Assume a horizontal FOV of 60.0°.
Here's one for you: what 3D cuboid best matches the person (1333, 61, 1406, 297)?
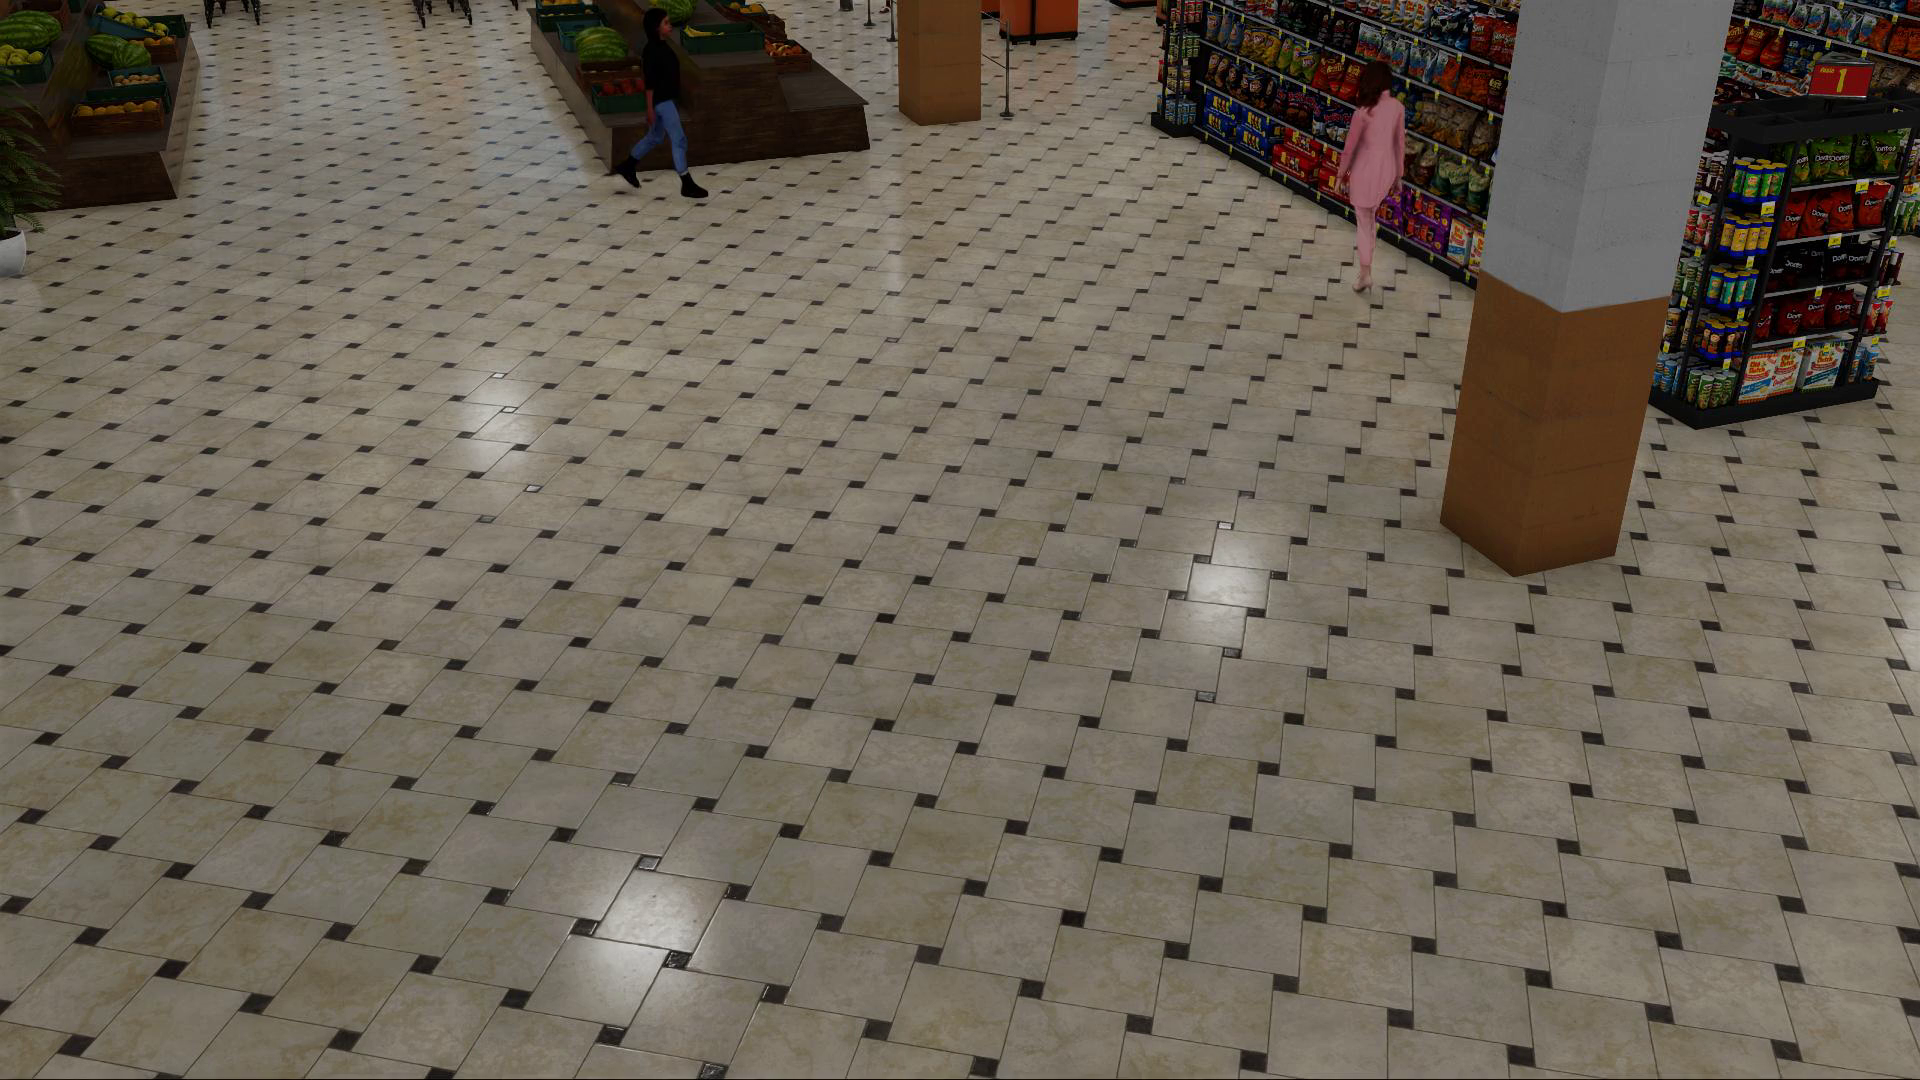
[{"bbox_3d":[3.189,-2.723,12.718,0.663,1.786,0.636,-8,30,-14],"label":"person"}]

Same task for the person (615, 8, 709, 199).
[{"bbox_3d":[-2.782,-3.920,15.040,1.012,1.661,1.136,4,29,8],"label":"person"}]
